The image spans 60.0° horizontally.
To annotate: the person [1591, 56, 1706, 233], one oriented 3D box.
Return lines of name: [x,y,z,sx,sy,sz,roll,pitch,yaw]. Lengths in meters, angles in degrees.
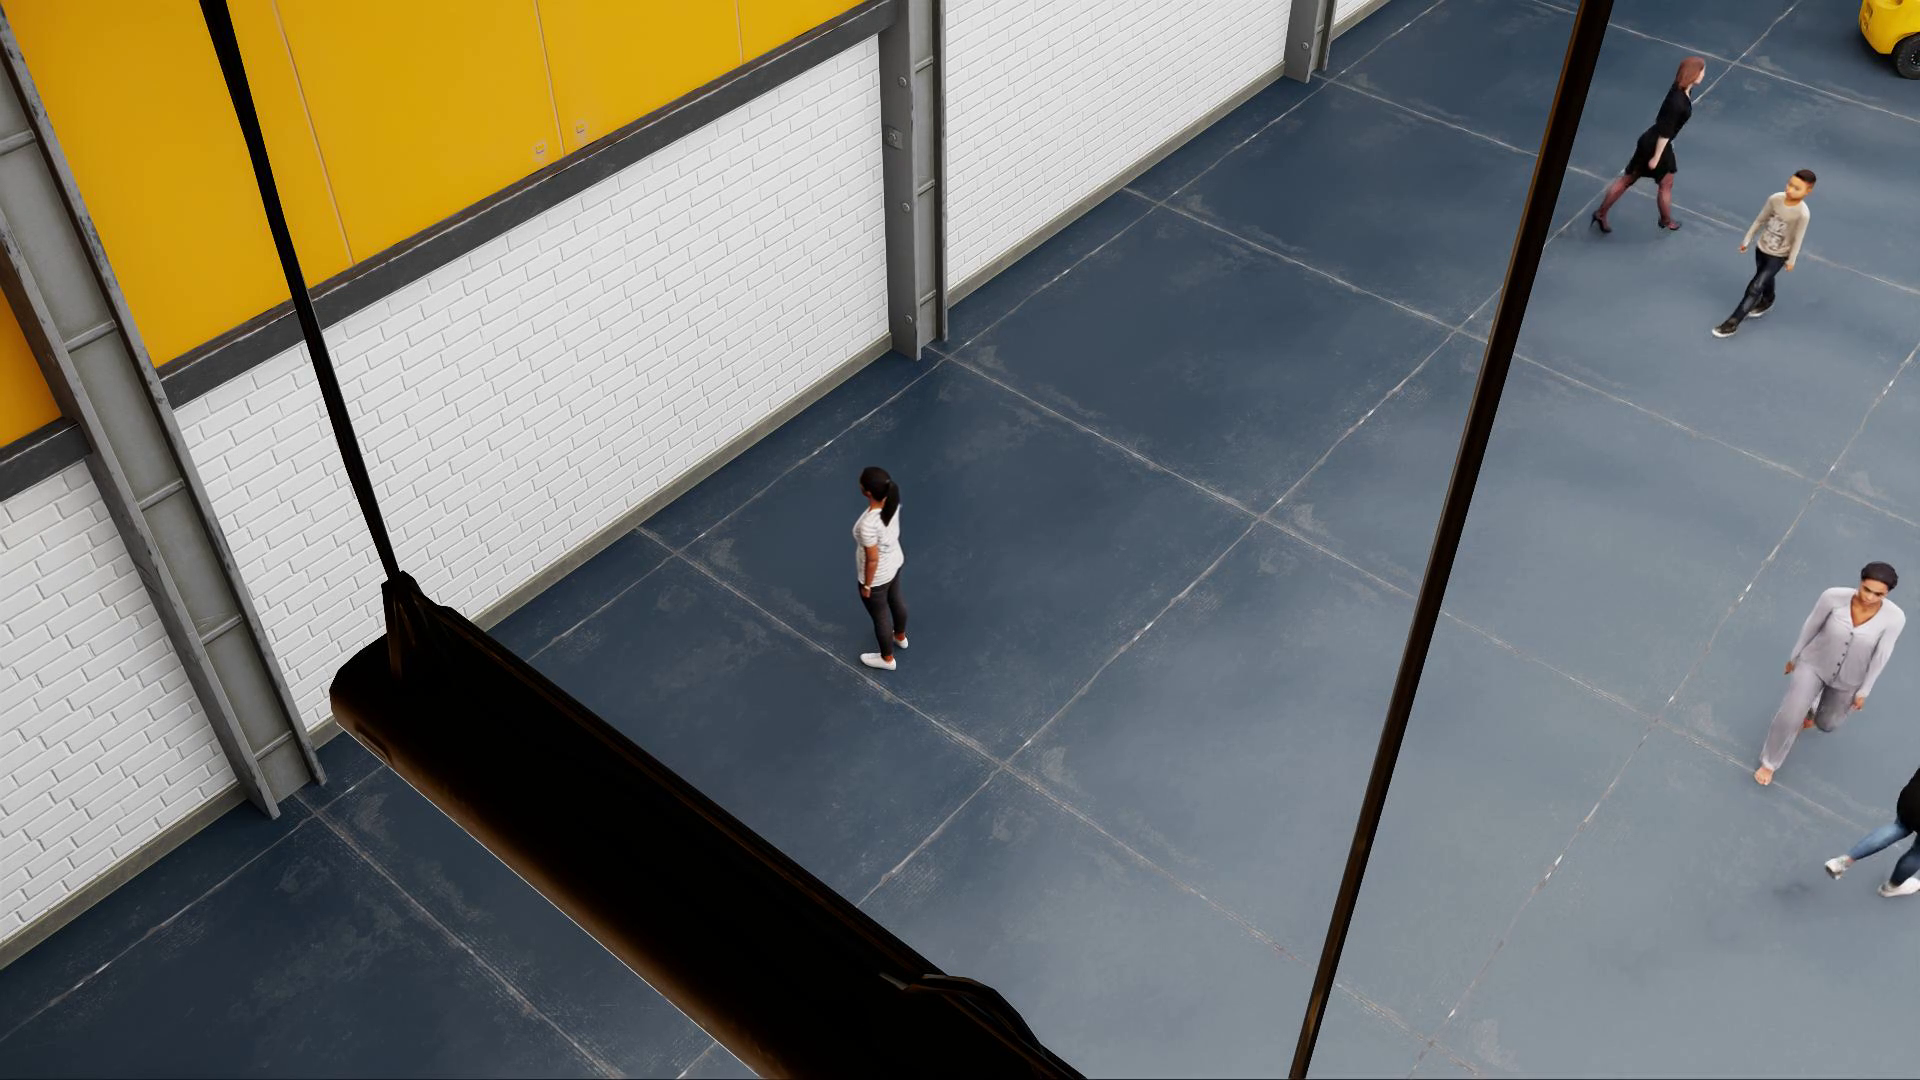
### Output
person: [5.889,-3.331,14.273,0.979,1.654,1.048,12,45,13]

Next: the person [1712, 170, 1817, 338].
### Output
person: [6.592,-2.339,13.395,1.054,1.429,0.808,-21,47,-20]

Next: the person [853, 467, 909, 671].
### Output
person: [-0.501,0.173,10.602,0.681,1.645,0.537,18,46,18]

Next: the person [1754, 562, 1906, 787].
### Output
person: [5.247,0.736,9.960,0.716,1.714,0.995,25,49,24]

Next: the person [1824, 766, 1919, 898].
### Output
person: [5.335,1.478,9.239,0.958,1.635,0.853,-8,44,-9]
